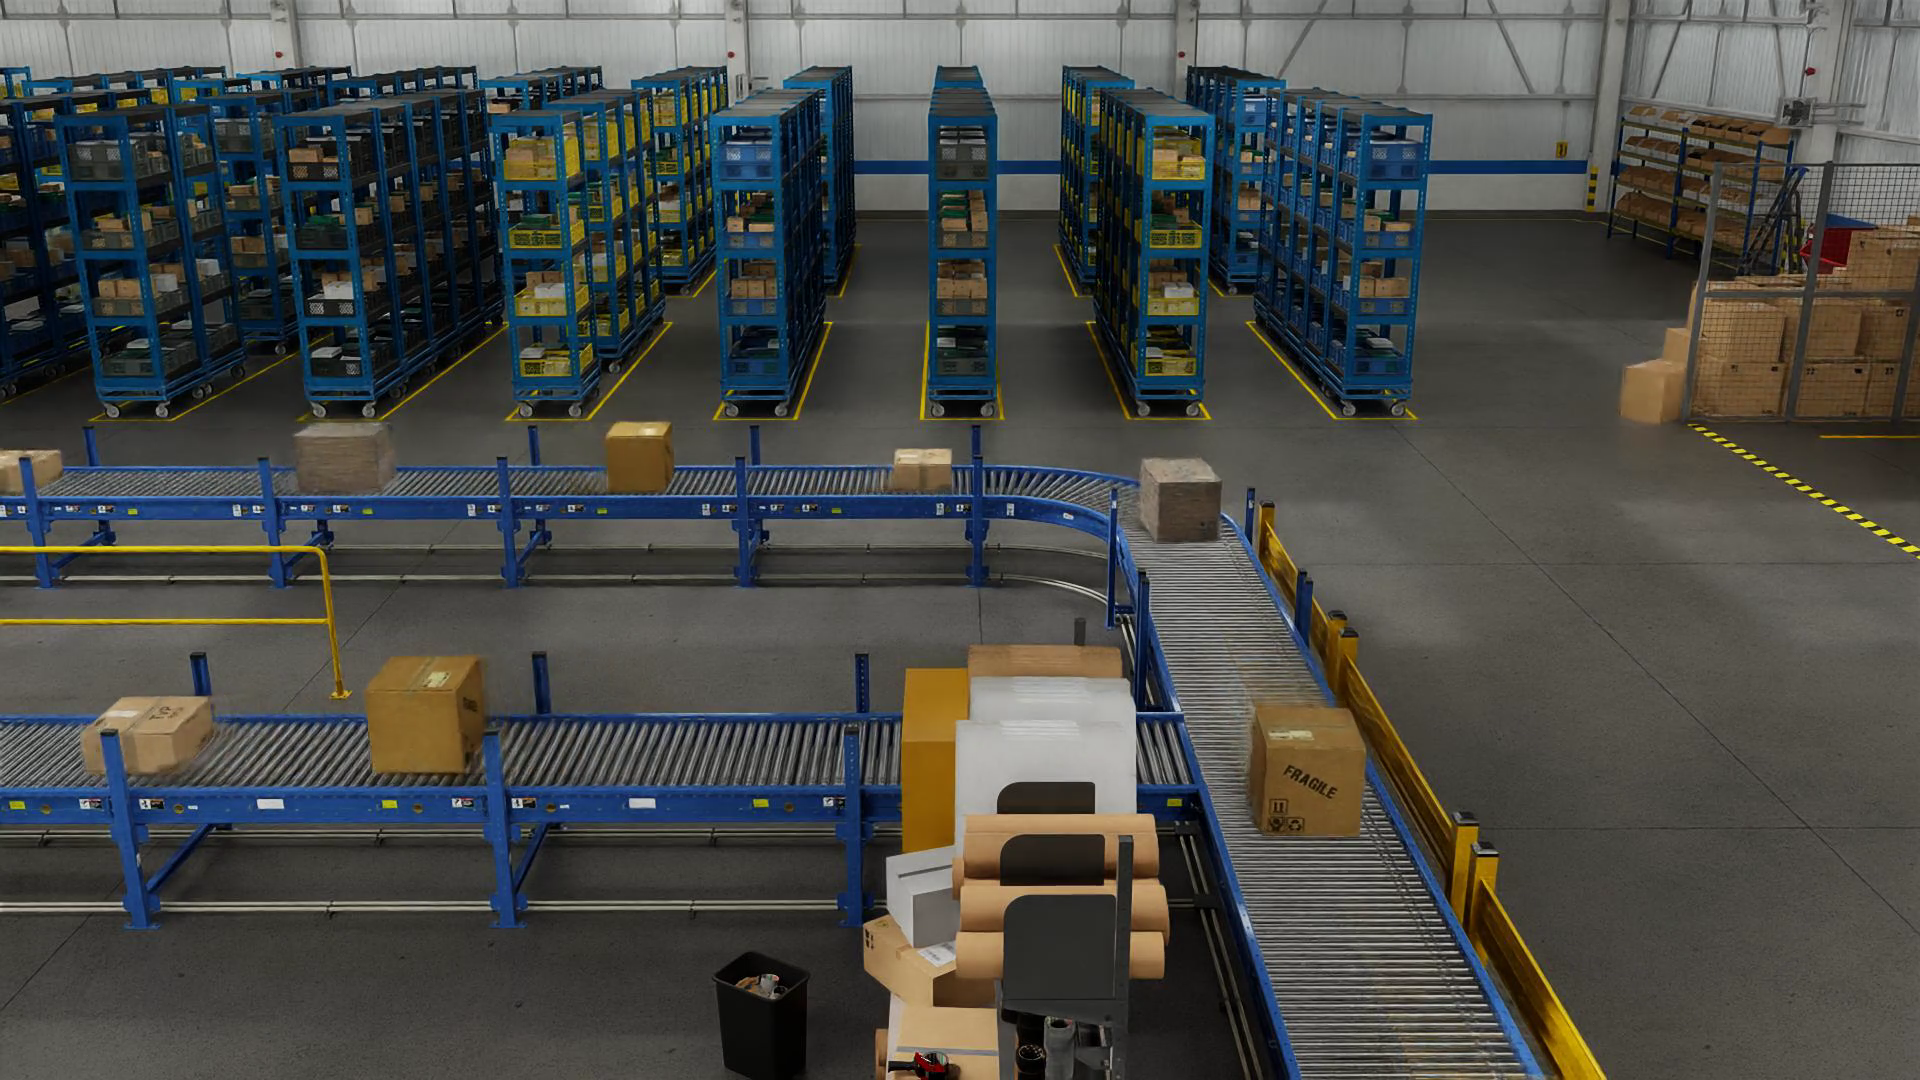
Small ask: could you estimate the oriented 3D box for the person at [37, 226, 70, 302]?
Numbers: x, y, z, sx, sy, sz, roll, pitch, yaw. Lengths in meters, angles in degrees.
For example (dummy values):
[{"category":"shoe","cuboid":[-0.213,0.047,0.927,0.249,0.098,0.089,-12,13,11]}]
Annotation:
[{"category":"person","cuboid":[-15.277,-4.864,27.692,0.750,1.798,0.618,0,18,1]}]
